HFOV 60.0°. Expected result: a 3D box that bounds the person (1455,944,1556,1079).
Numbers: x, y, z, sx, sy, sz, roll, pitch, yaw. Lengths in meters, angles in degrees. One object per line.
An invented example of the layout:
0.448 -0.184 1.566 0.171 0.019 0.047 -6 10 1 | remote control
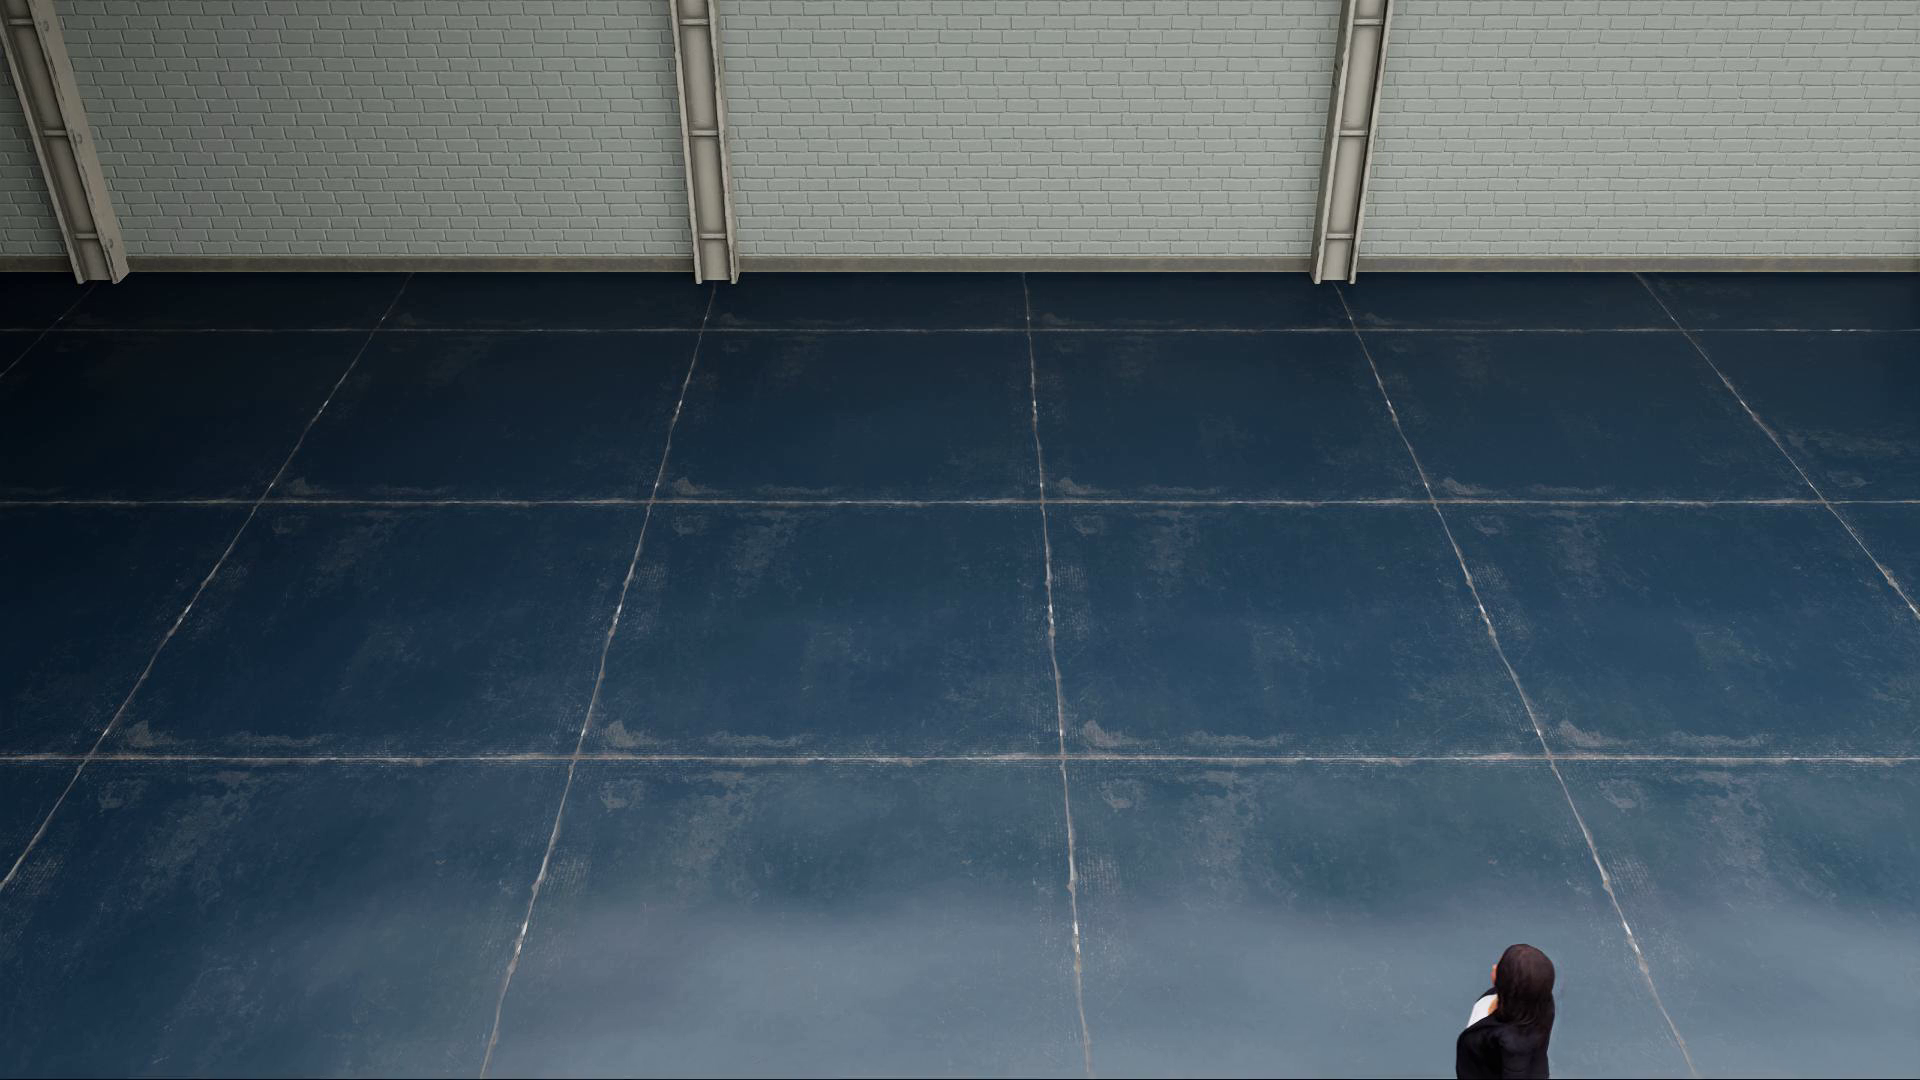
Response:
2.353 2.355 7.187 0.751 1.615 0.745 12 35 18 | person
